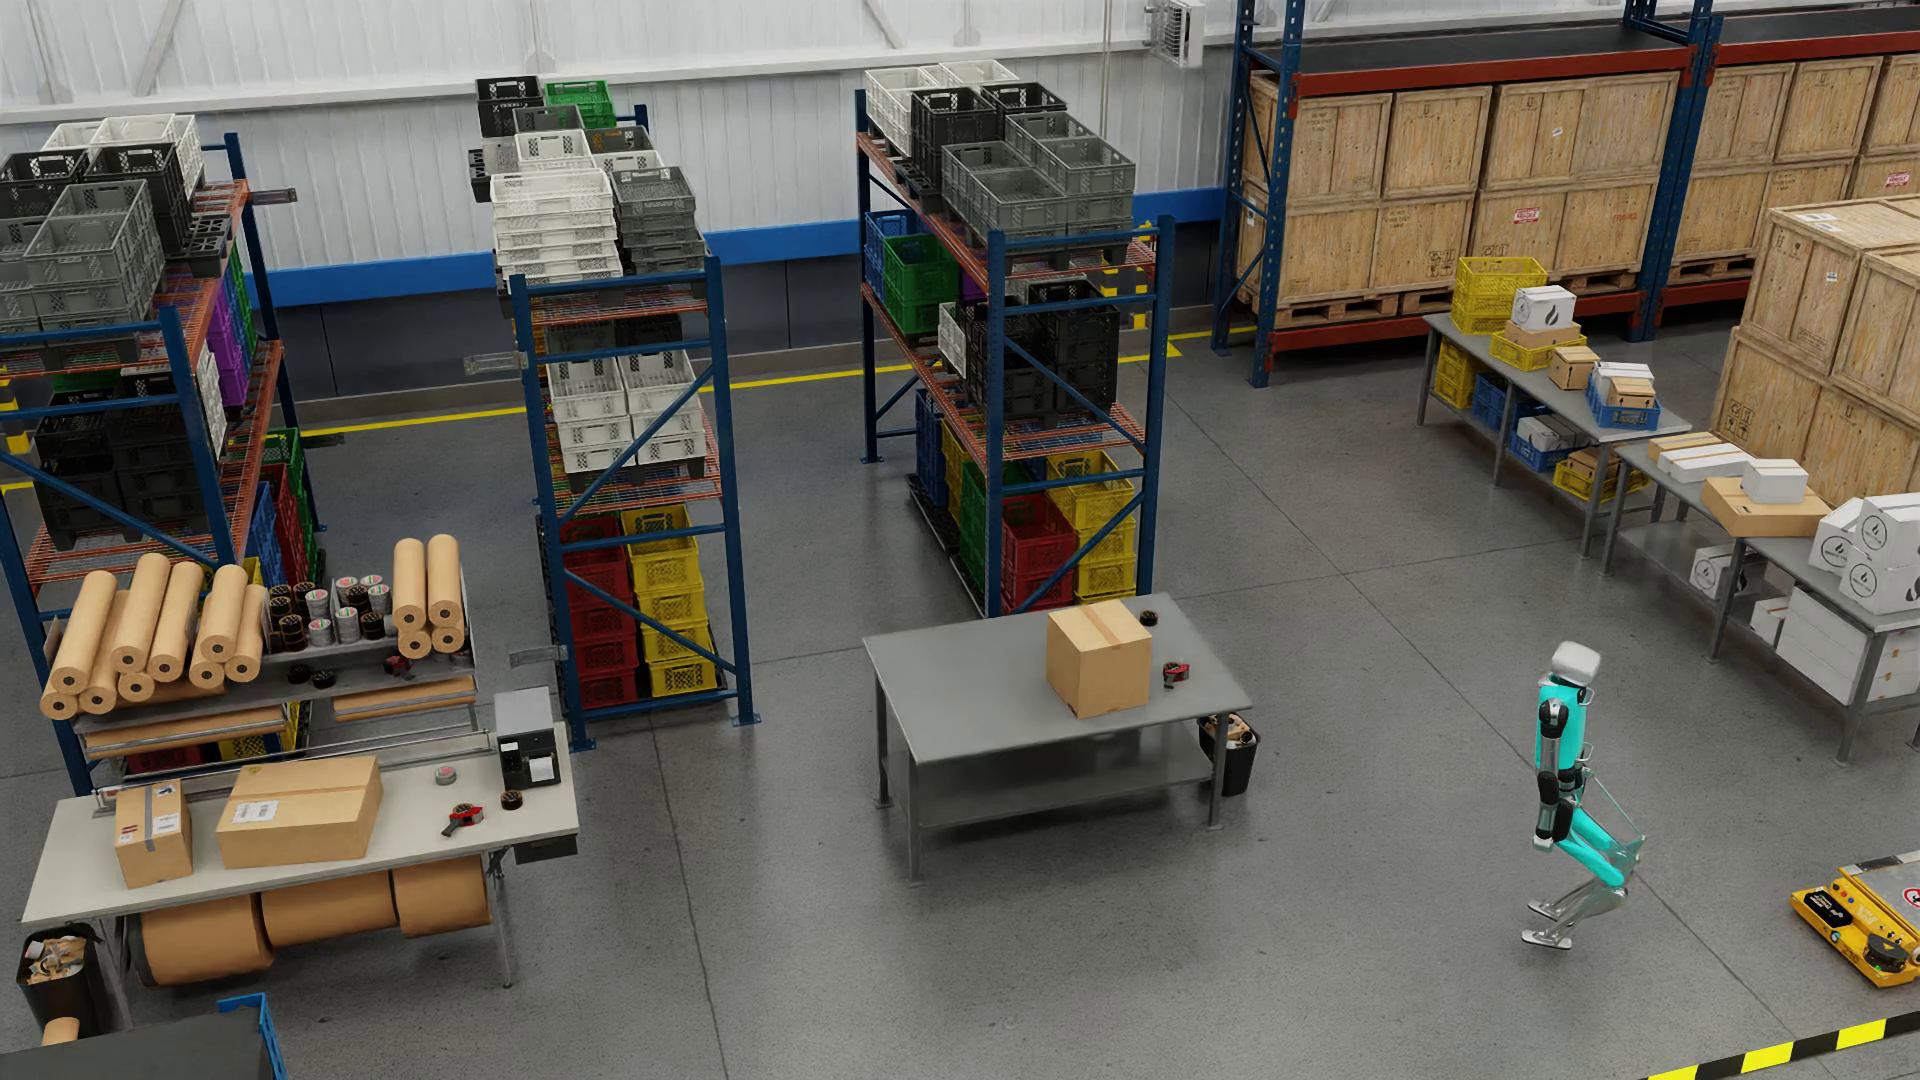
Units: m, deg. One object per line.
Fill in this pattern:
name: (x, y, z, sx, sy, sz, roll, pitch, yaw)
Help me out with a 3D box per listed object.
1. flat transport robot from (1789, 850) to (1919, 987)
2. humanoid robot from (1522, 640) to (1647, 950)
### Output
flat transport robot: (5.163, 1.916, 8.676, 1.431, 0.231, 0.659, -8, 30, -14)
humanoid robot: (3.100, 1.304, 8.121, 0.735, 1.681, 0.533, 15, 32, 25)
